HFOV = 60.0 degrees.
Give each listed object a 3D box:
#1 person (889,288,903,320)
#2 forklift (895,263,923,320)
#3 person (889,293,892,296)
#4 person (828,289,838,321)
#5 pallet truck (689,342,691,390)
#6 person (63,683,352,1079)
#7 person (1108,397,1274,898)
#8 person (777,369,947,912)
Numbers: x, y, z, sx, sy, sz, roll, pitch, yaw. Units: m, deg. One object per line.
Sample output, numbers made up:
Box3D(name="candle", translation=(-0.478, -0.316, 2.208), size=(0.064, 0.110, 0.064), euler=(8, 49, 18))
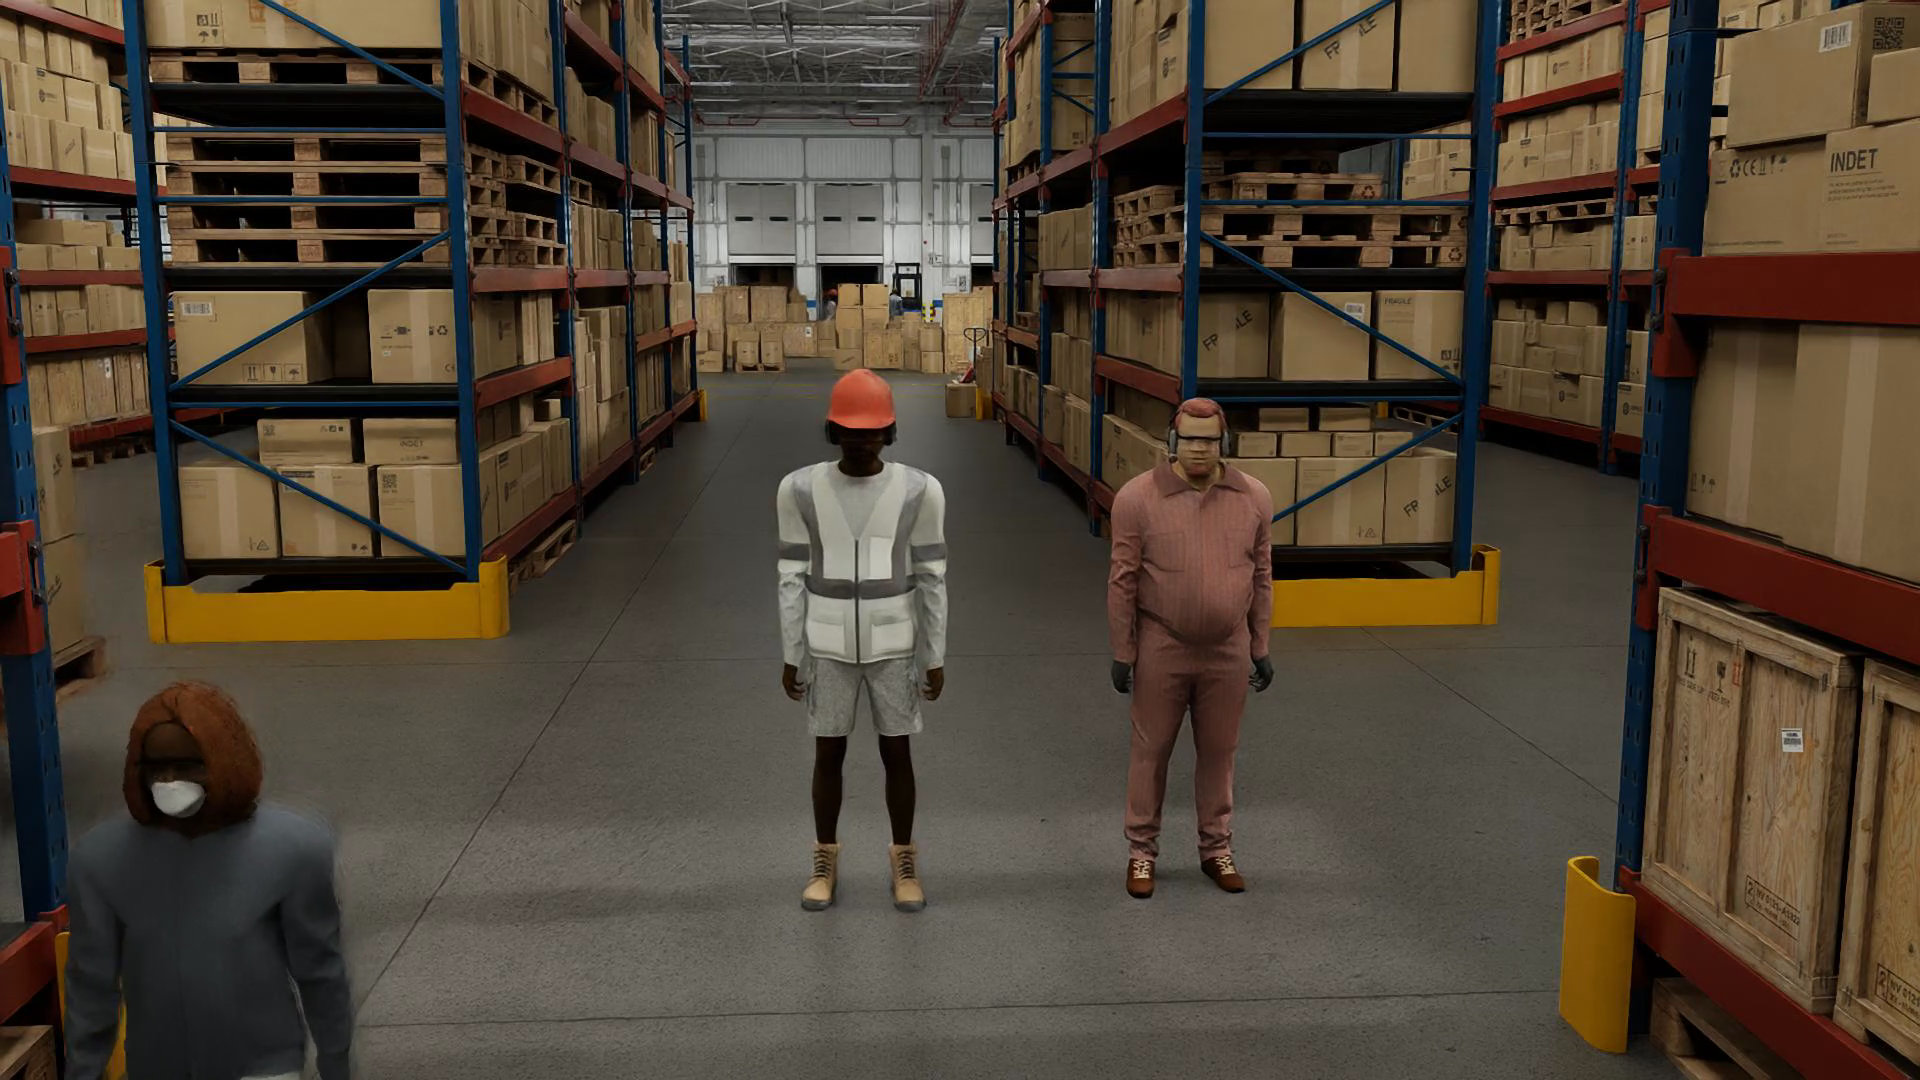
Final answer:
Box3D(name="person", translation=(-2.280, -7.797, 57.790), size=(0.636, 1.927, 0.386), euler=(3, 10, 18))
Box3D(name="forklift", translation=(-1.945, -8.926, 61.875), size=(1.129, 2.768, 1.873), euler=(-1, 9, -4))
Box3D(name="person", translation=(-2.549, -8.449, 62.576), size=(0.540, 1.700, 0.316), euler=(0, 9, -2))
Box3D(name="person", translation=(-3.835, -6.673, 50.709), size=(0.400, 1.926, 0.567), euler=(-1, 9, -6))
Box3D(name="pallet truck", translation=(-5.225, -3.008, 27.480), size=(1.885, 1.965, 0.823), euler=(2, 9, 14))
Box3D(name="person", translation=(-1.476, 1.041, 3.323), size=(0.502, 1.593, 0.845), euler=(-1, 9, -5))
Box3D(name="person", translation=(0.885, 0.411, 6.306), size=(0.649, 1.904, 0.401), euler=(-1, 9, -7))
Box3D(name="person", translation=(-0.356, 0.389, 6.091), size=(0.617, 2.029, 0.462), euler=(0, 9, 2))
